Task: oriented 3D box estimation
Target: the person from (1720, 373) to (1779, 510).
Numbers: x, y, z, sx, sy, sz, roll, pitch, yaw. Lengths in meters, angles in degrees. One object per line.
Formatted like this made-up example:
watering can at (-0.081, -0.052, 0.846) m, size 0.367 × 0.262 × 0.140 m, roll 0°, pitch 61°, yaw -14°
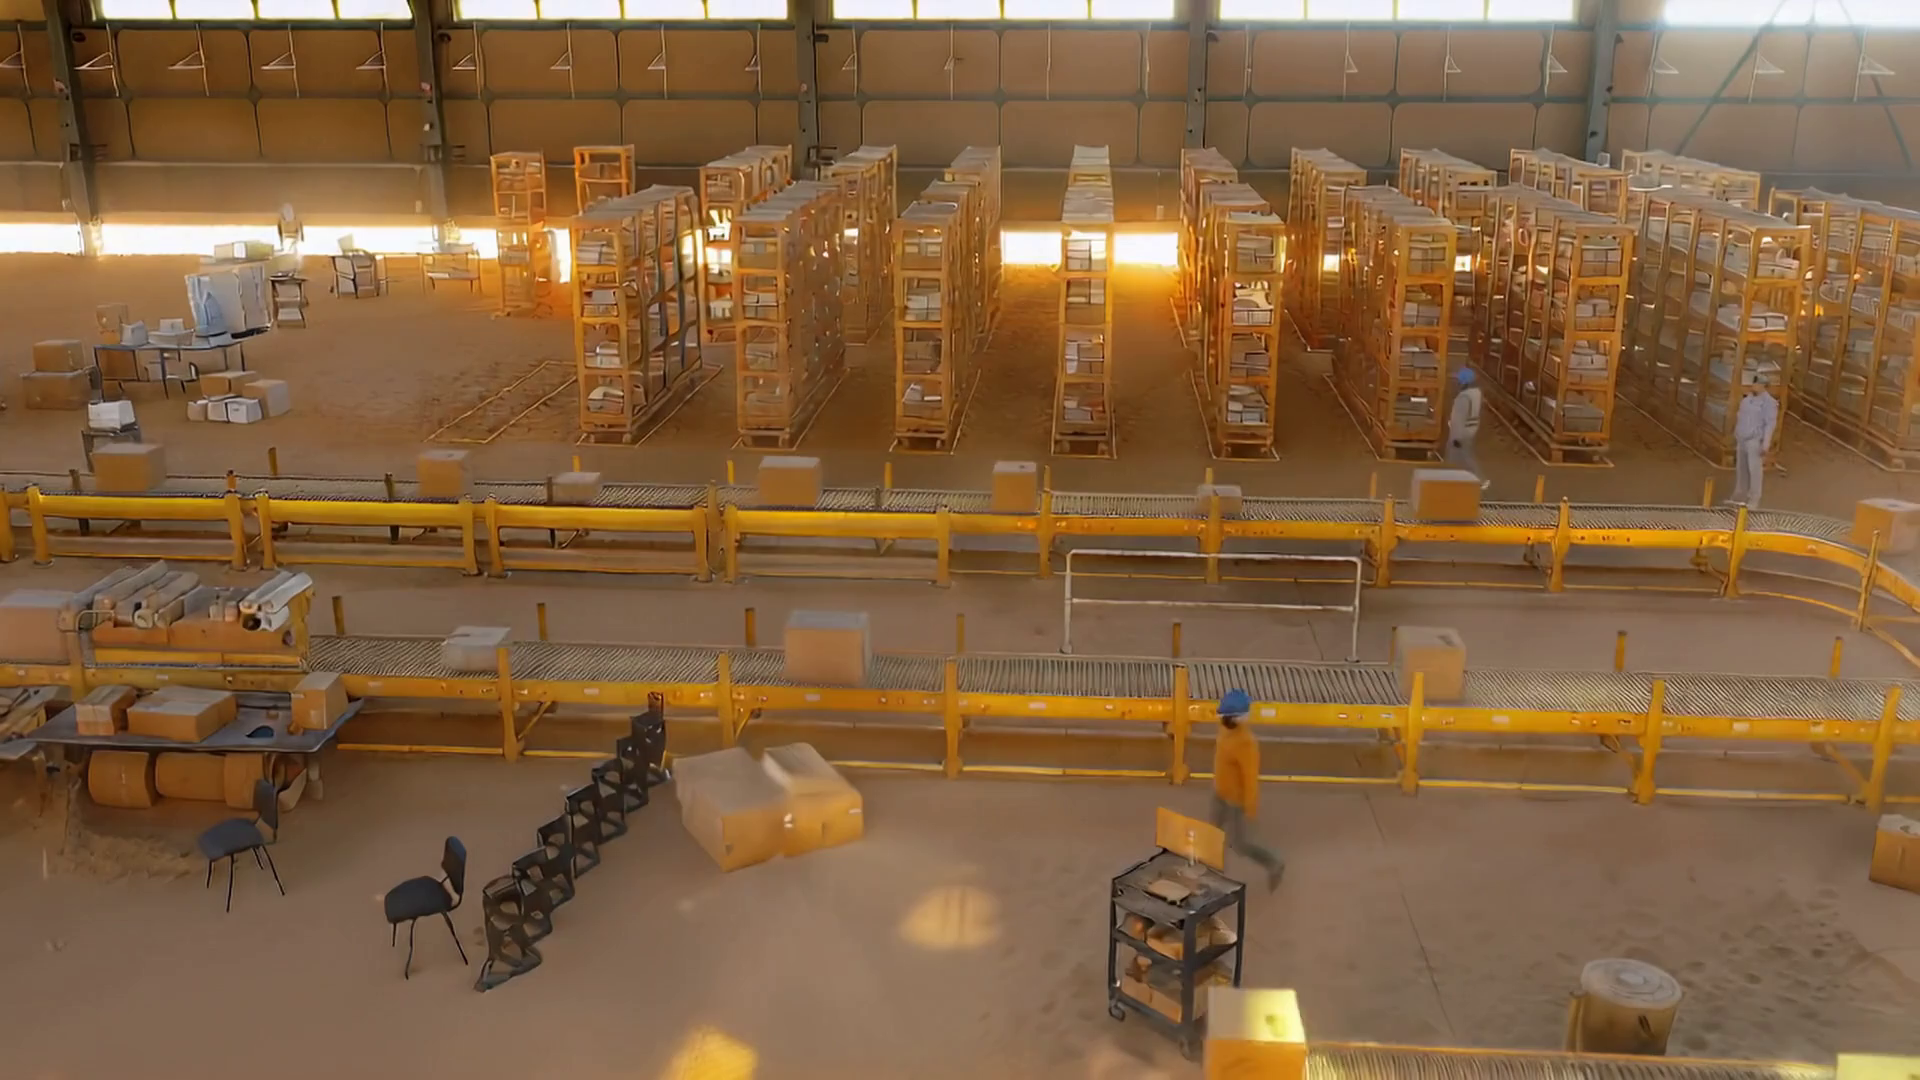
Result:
person at (10.769, -1.329, 22.655) m, size 0.407 × 1.910 × 0.639 m, roll -3°, pitch 18°, yaw -11°

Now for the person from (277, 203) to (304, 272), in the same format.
person at (-17.680, -7.993, 43.937) m, size 0.630 × 1.831 × 0.429 m, roll -4°, pitch 18°, yaw -12°

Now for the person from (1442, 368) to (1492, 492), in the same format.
person at (7.141, -1.546, 23.508) m, size 0.602 × 1.807 × 0.795 m, roll -15°, pitch 23°, yaw -40°

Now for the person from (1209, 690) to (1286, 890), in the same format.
person at (2.137, 1.935, 12.573) m, size 0.639 × 1.750 × 0.528 m, roll -7°, pitch 19°, yaw -21°
